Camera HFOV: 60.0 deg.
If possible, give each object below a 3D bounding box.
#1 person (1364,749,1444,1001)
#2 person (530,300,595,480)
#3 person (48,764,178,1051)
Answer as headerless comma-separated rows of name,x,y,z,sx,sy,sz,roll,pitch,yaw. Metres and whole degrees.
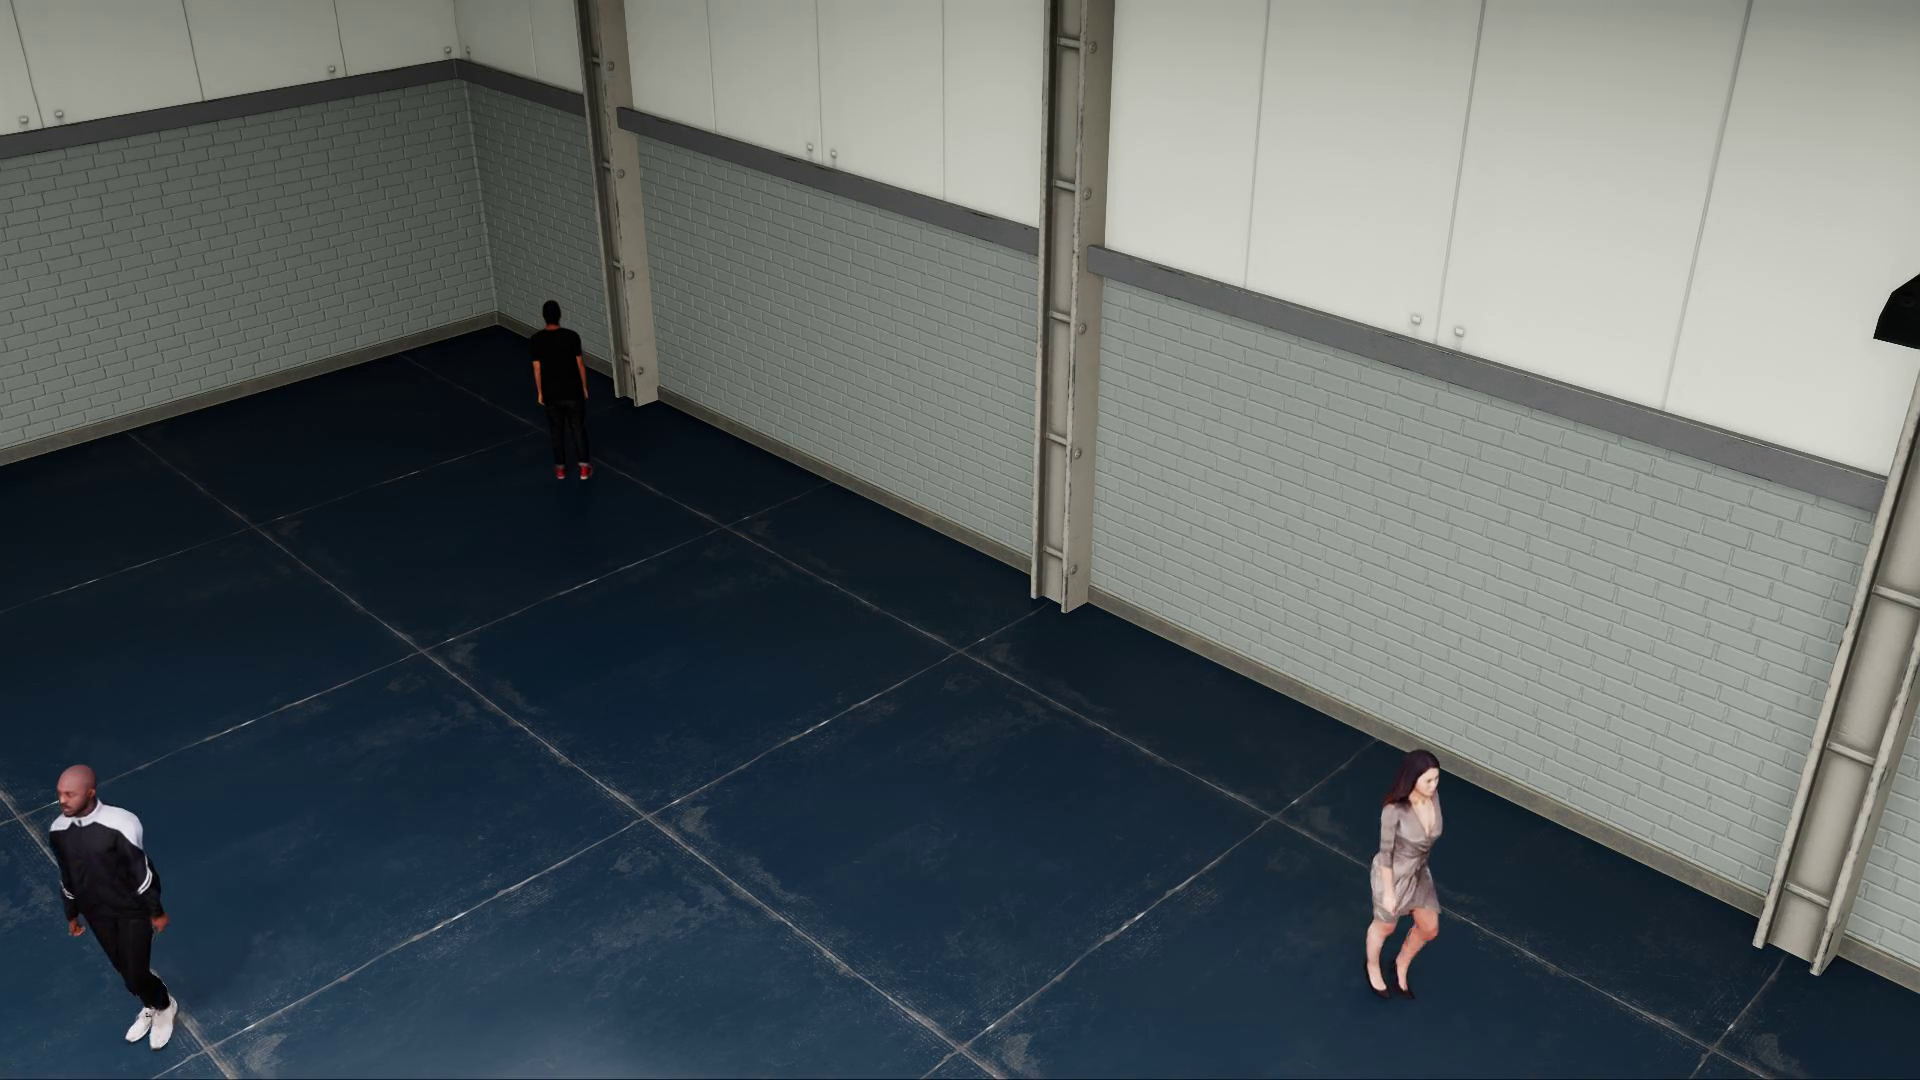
person,2.433,1.873,9.394,0.675,1.733,0.695,-15,31,-26
person,-3.706,-1.395,15.497,0.743,1.764,0.779,-5,28,-9
person,-4.580,1.952,9.158,0.757,1.815,0.856,6,29,11
